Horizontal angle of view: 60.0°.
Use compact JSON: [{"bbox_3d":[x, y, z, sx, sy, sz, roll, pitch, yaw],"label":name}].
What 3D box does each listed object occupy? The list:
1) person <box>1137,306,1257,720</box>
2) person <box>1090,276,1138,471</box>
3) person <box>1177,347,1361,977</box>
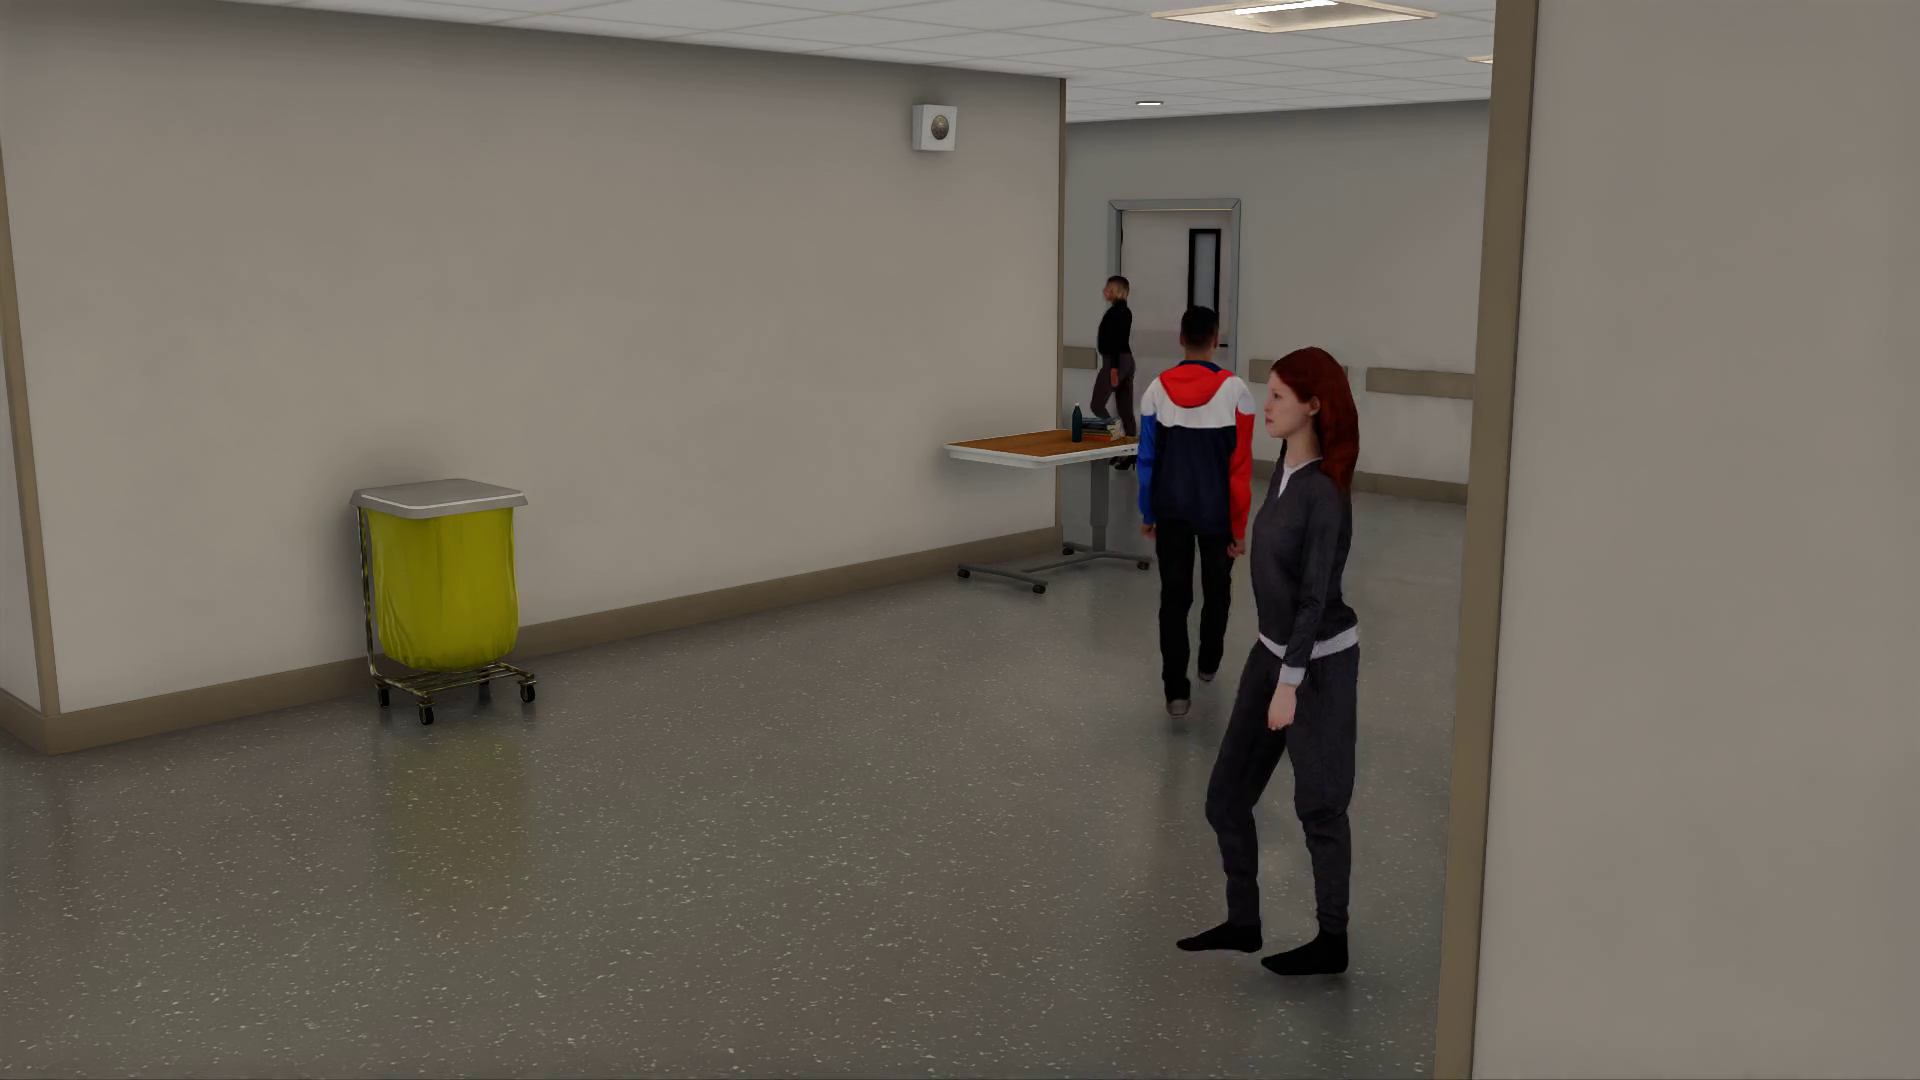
[{"bbox_3d":[0.980,-0.079,7.057,1.186,1.709,1.127,2,11,12],"label":"person"},{"bbox_3d":[1.432,-1.412,14.202,0.686,1.665,0.668,6,12,28],"label":"person"},{"bbox_3d":[1.014,0.367,4.555,0.855,1.765,0.797,-1,11,-7],"label":"person"}]
